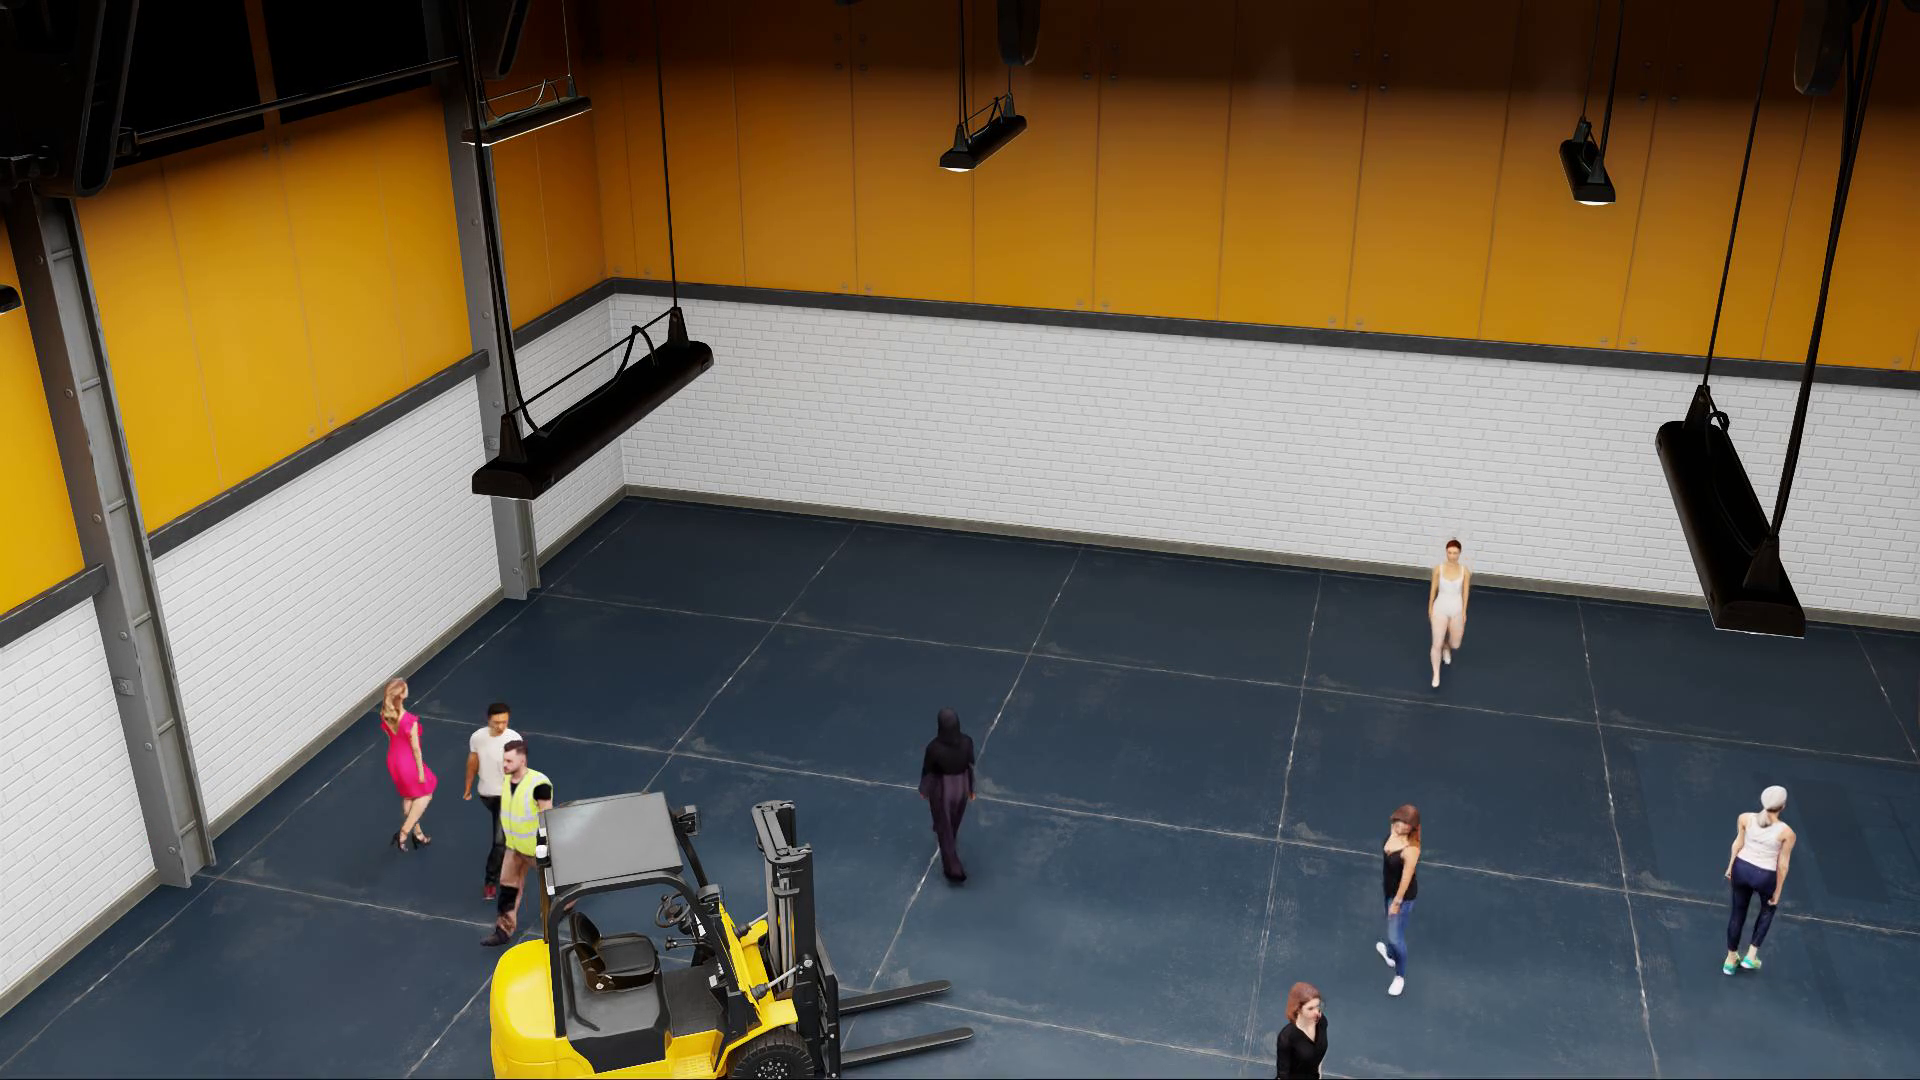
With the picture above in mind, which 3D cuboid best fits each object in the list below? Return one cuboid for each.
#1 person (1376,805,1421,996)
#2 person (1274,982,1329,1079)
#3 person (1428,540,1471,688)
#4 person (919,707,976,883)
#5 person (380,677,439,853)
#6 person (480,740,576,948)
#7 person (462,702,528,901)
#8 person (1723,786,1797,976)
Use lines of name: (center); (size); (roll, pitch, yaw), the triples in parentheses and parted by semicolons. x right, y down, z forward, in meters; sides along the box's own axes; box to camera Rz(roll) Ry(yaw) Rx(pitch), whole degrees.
person: (3.466, 2.721, 13.103); (0.909, 1.690, 0.620); (4, 24, 10)
person: (2.214, 3.635, 10.992); (0.617, 1.706, 0.716); (-18, 30, -36)
person: (5.192, 0.743, 17.701); (0.567, 1.630, 0.791); (5, 24, 12)
person: (-0.078, 2.204, 14.389); (1.024, 1.607, 1.163); (-9, 25, -20)
person: (-4.947, 2.026, 14.661); (0.670, 1.715, 0.809); (13, 27, 27)
person: (-3.473, 2.424, 13.657); (0.925, 1.790, 1.246); (13, 27, 28)
person: (-3.918, 2.139, 14.370); (0.759, 1.741, 1.156); (9, 25, 20)
person: (6.232, 2.720, 13.104); (0.697, 1.691, 0.709); (17, 29, 34)
